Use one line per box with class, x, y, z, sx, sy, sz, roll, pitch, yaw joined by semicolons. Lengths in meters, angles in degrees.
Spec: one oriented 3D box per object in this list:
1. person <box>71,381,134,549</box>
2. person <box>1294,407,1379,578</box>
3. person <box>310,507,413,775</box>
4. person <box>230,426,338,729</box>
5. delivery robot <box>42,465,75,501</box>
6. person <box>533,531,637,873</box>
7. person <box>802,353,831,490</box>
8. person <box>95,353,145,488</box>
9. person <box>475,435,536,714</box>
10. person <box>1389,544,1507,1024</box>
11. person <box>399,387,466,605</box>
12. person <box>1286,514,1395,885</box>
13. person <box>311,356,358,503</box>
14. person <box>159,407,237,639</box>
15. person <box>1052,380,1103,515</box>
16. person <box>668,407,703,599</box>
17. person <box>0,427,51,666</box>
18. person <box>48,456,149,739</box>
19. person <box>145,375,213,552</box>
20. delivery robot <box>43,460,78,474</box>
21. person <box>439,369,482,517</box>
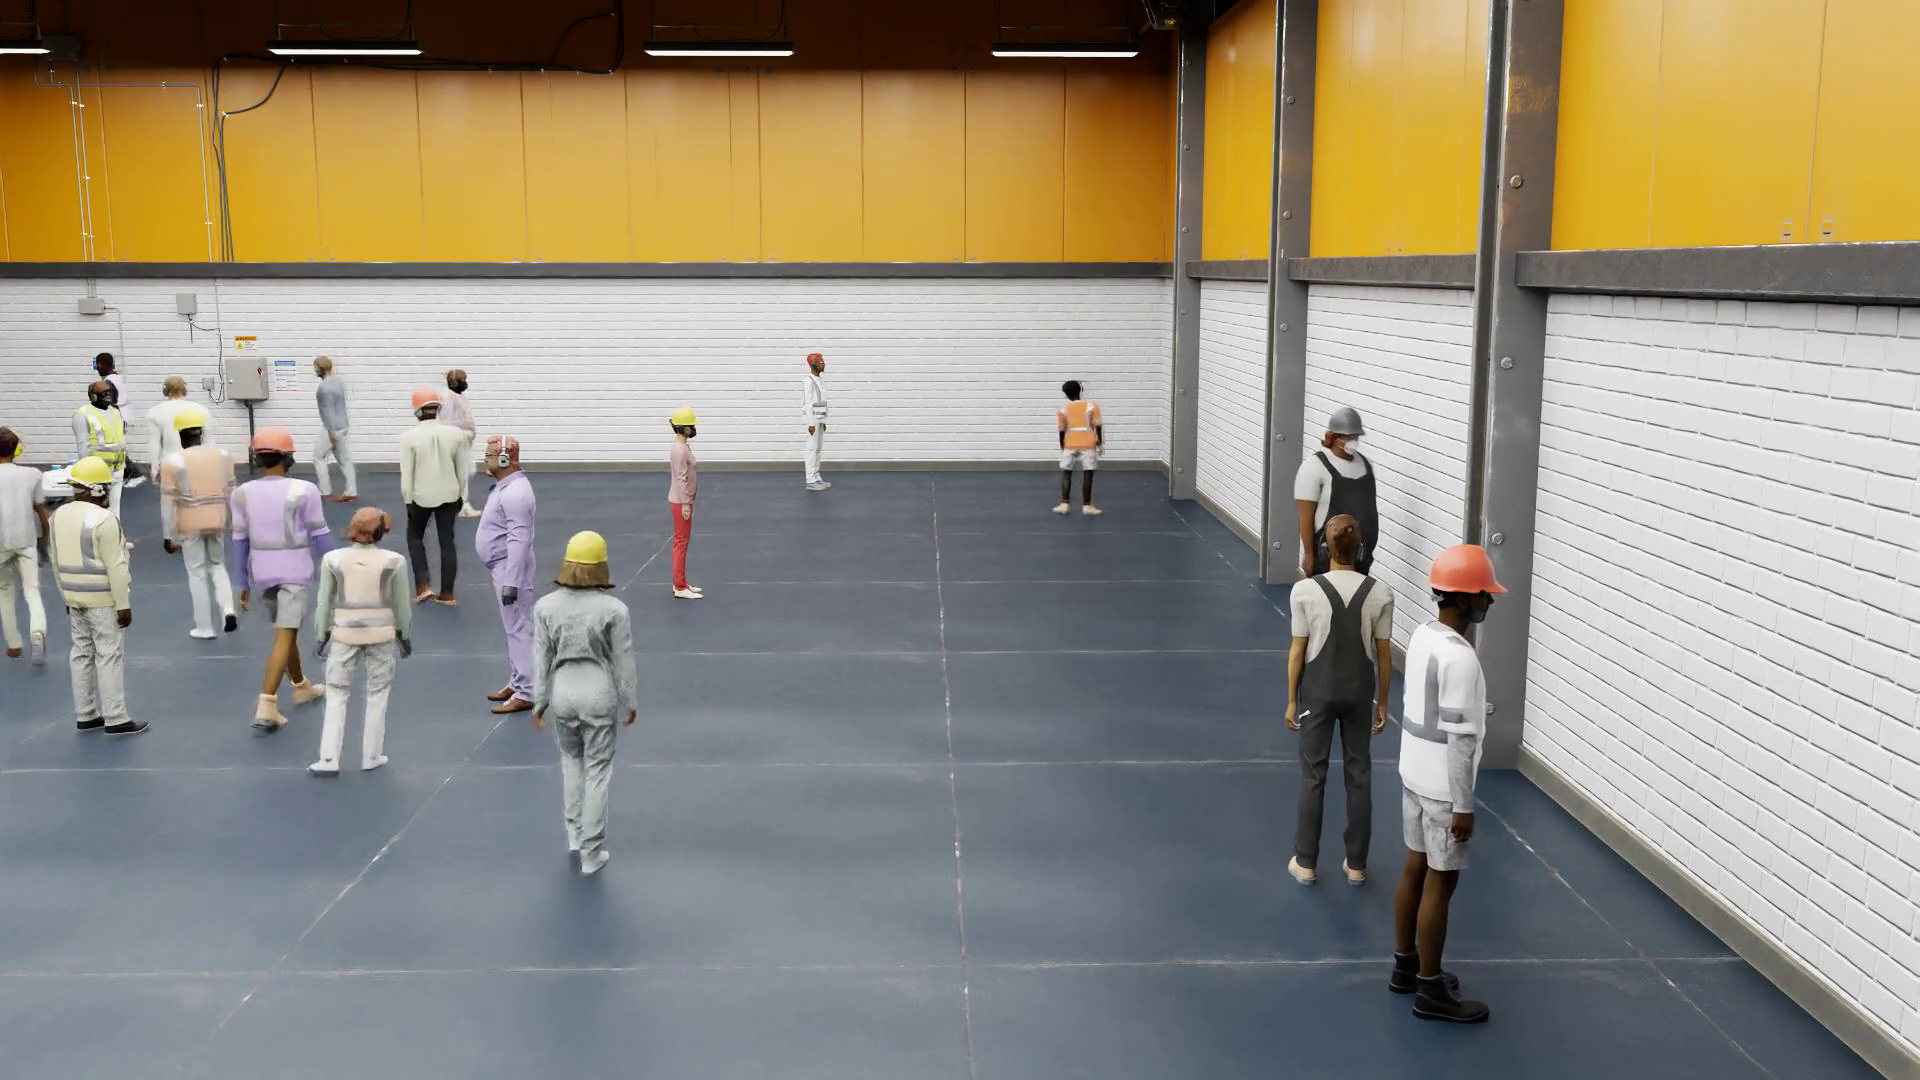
person;-9.169;-0.783;17.837;0.430;1.845;0.619;3;10;15
person;2.814;0.032;12.229;0.688;2.000;0.537;-5;11;-29
person;-3.620;0.608;10.013;0.625;1.608;0.390;-2;10;-15
person;-4.560;0.237;11.152;0.624;1.998;1.058;2;9;10
delivery robot;-11.384;-0.703;20.993;0.707;0.478;0.477;-2;9;-13
person;-1.884;0.804;8.474;0.504;1.720;0.575;1;9;5
person;-1.981;-1.633;22.914;0.351;1.884;0.582;2;9;11
person;-11.686;-1.647;22.985;0.642;1.888;0.606;-4;10;-26
person;-3.111;0.228;11.435;0.407;1.909;0.639;-3;10;-17
person;1.987;0.974;6.770;0.379;1.937;0.548;0;9;-3
person;-4.767;-0.391;15.048;0.624;1.974;0.526;-7;11;-36
person;1.862;0.793;8.192;0.506;1.842;0.332;0;9;1
person;-8.175;-1.412;21.477;0.737;1.914;0.640;0;9;-2
person;-6.184;-0.123;13.552;0.436;1.914;0.618;8;12;40
person;1.476;-1.130;20.504;0.619;1.671;0.316;3;10;16
person;-2.537;-0.344;15.373;0.312;1.768;0.530;-2;9;-10
person;-7.232;0.056;12.745;0.525;1.837;0.846;-7;11;-36
person;-5.592;0.372;10.793;0.600;1.827;0.404;5;10;26
person;-8.297;-0.796;17.723;0.638;1.938;0.554;-5;11;-29
delivery robot;-11.459;-0.790;21.523;0.707;0.478;0.477;-4;10;-21
person;-6.177;-1.185;20.342;0.545;1.825;0.633;0;9;2
